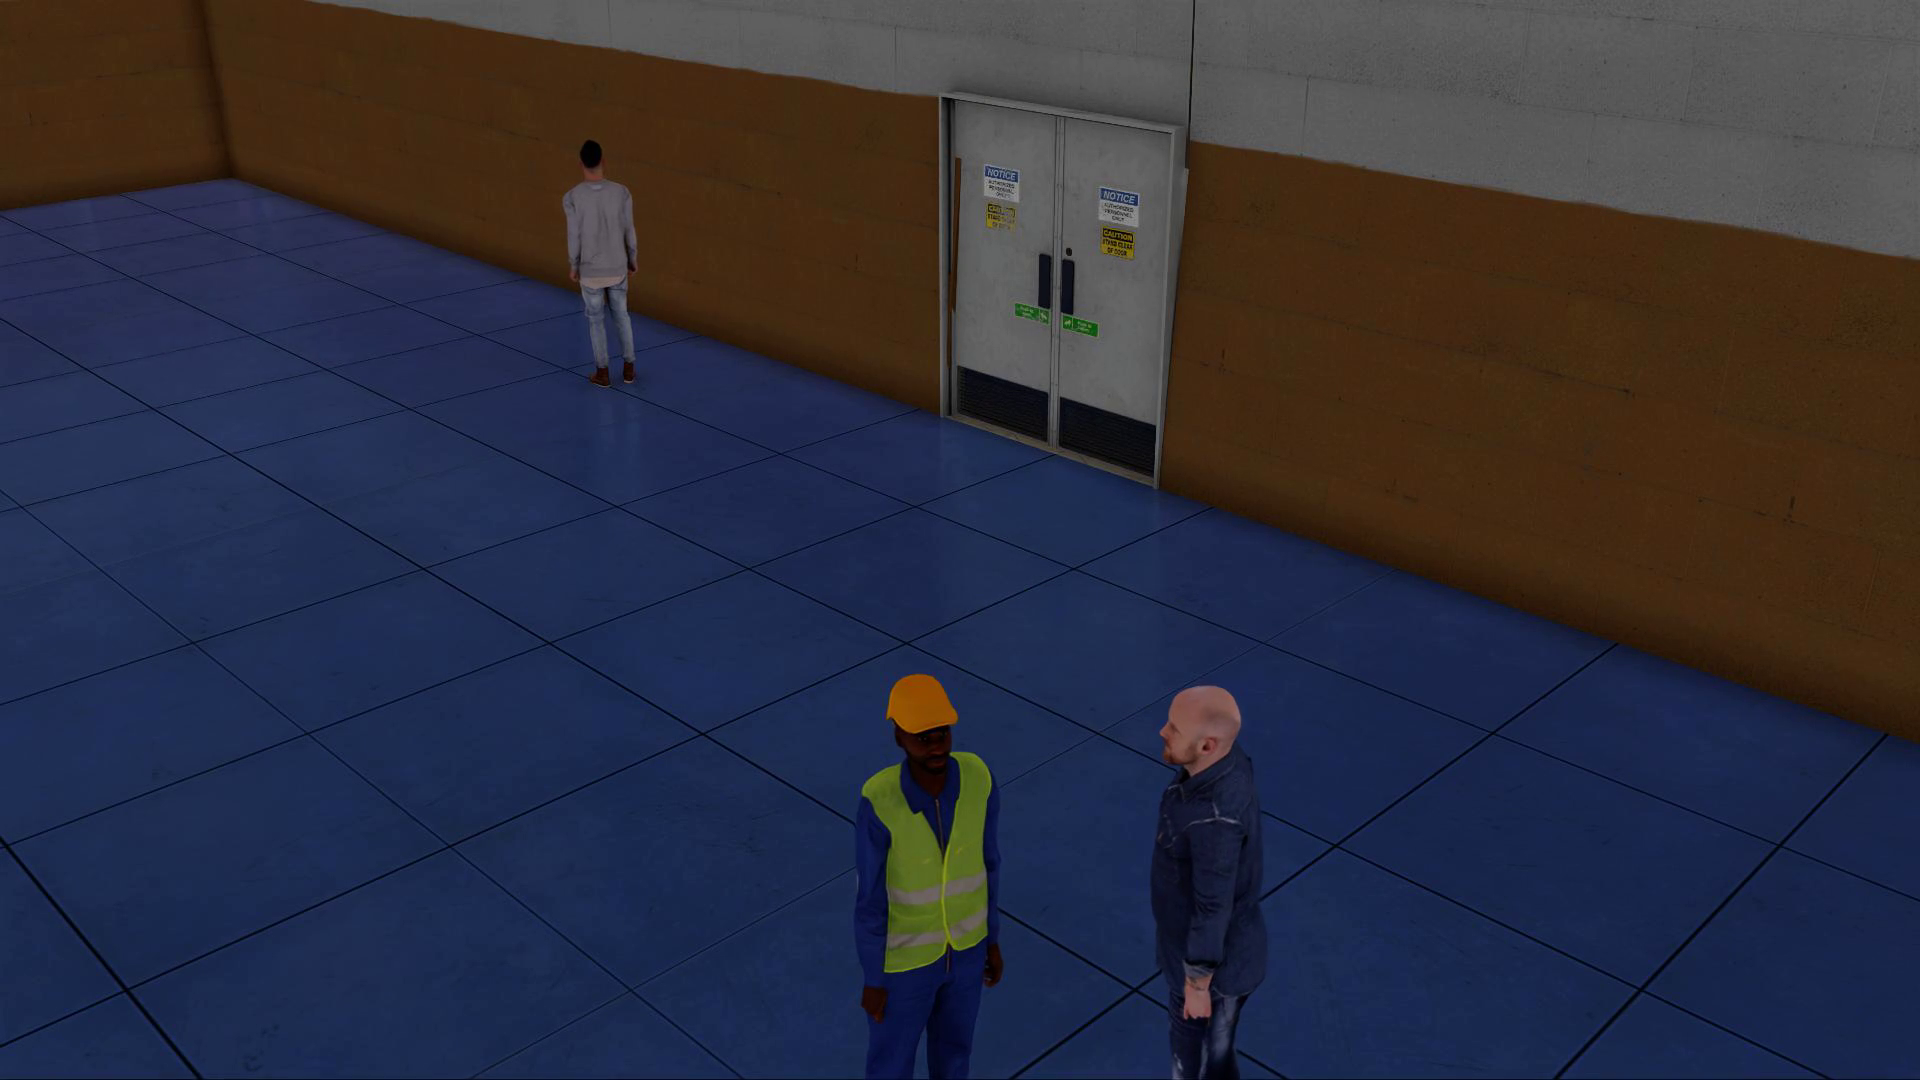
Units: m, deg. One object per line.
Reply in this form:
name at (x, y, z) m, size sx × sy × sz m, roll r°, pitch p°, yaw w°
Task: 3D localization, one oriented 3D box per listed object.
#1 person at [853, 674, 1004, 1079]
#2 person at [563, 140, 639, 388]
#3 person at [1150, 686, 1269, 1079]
person at (-0.099, 1.212, 4.996) m, size 0.600 × 1.813 × 0.772 m, roll -14°, pitch 27°, yaw -29°
person at (-2.675, -2.064, 12.450) m, size 0.606 × 1.839 × 0.805 m, roll -12°, pitch 26°, yaw -25°
person at (0.732, 1.235, 4.939) m, size 0.871 × 1.817 × 0.765 m, roll 4°, pitch 24°, yaw 9°
